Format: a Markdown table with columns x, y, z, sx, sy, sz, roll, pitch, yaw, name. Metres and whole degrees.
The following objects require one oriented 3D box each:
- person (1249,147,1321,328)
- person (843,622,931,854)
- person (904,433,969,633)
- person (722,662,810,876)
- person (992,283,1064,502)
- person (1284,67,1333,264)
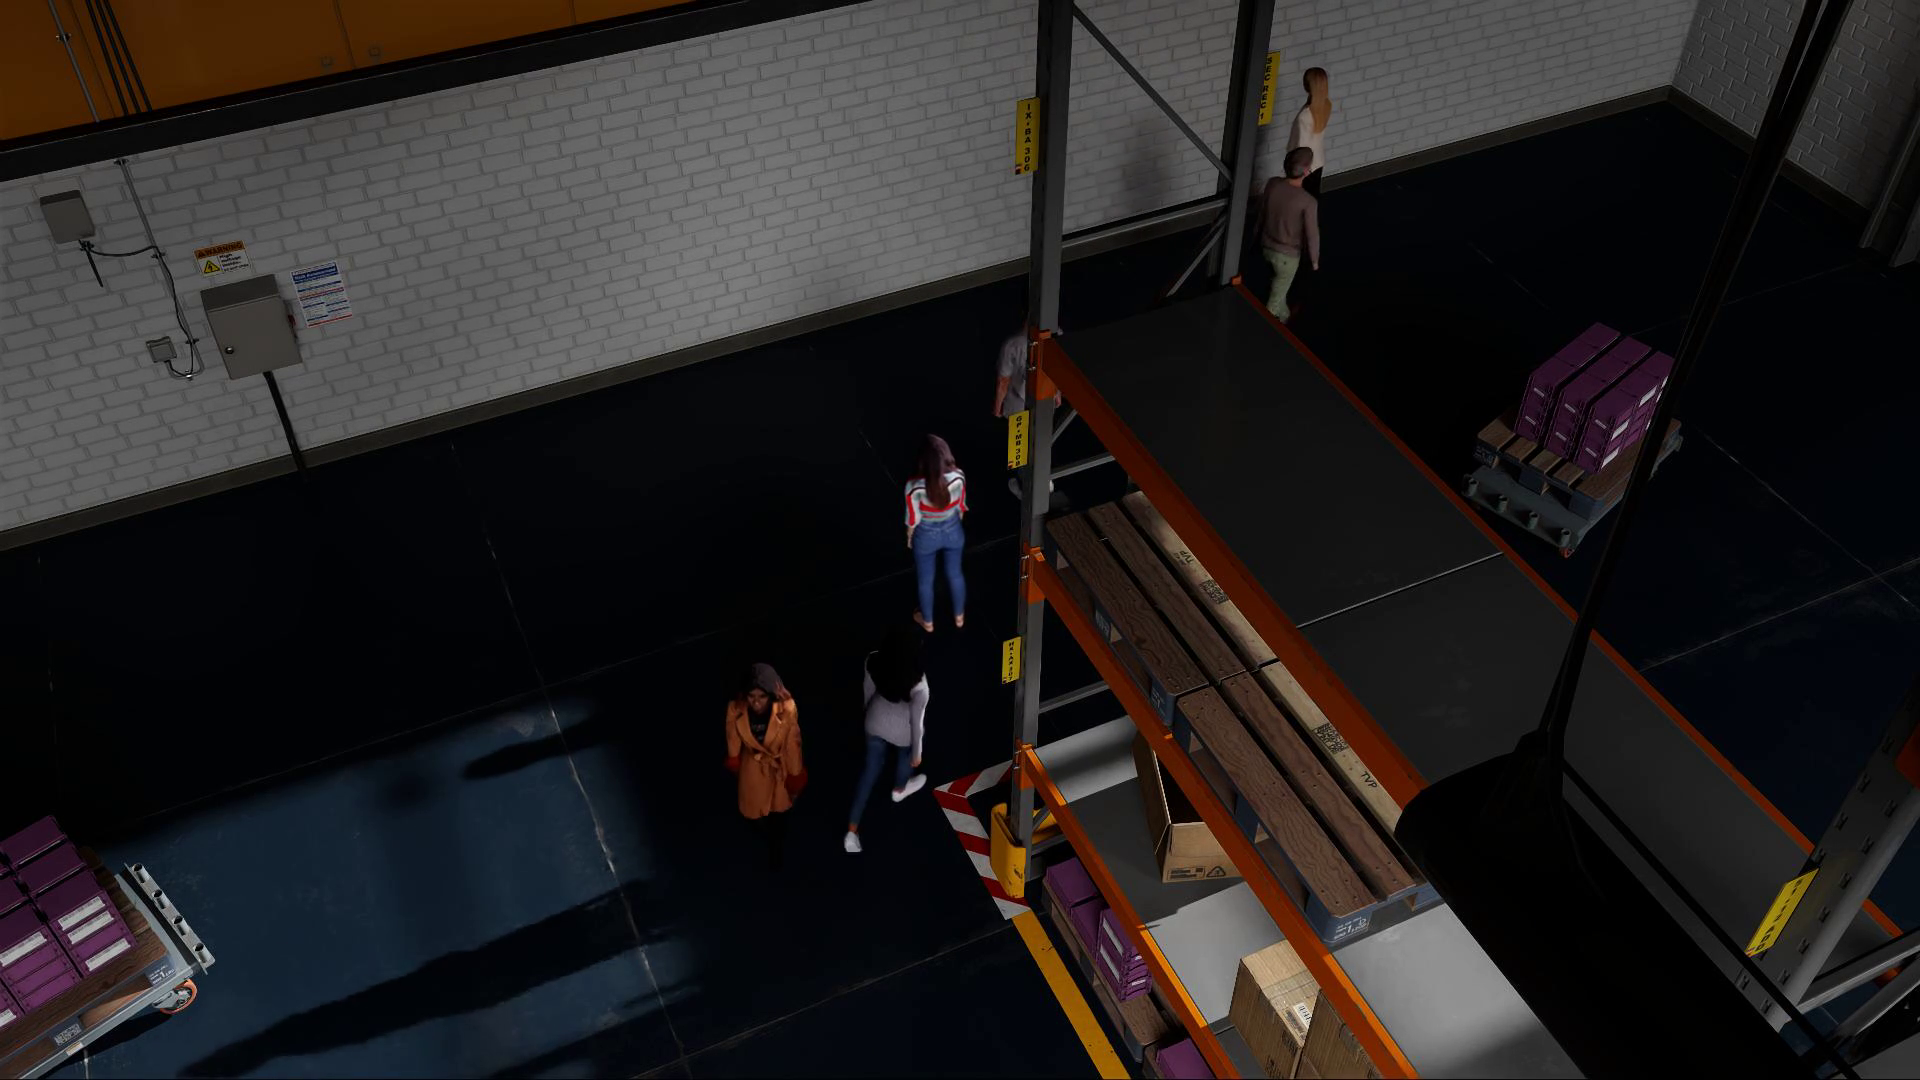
| x | y | z | sx | sy | sz | roll | pitch | yaw | name |
| --- | --- | --- | --- | --- | --- | --- | --- | --- | --- |
| 2.484 | -2.218 | 13.196 | 0.923 | 1.843 | 1.068 | -30 | 51 | -28 | person |
| -0.441 | 1.175 | 9.734 | 1.139 | 1.706 | 1.077 | 23 | 48 | 22 | person |
| -0.146 | -0.040 | 11.080 | 0.630 | 1.608 | 0.577 | -11 | 45 | -12 | person |
| -1.092 | 1.266 | 9.634 | 0.806 | 1.712 | 0.849 | 3 | 44 | 3 | person |
| 0.535 | -0.958 | 11.851 | 0.711 | 1.874 | 0.705 | -23 | 48 | -22 | person |
| 2.934 | -3.162 | 14.177 | 0.671 | 1.858 | 0.684 | 29 | 51 | 27 | person |
